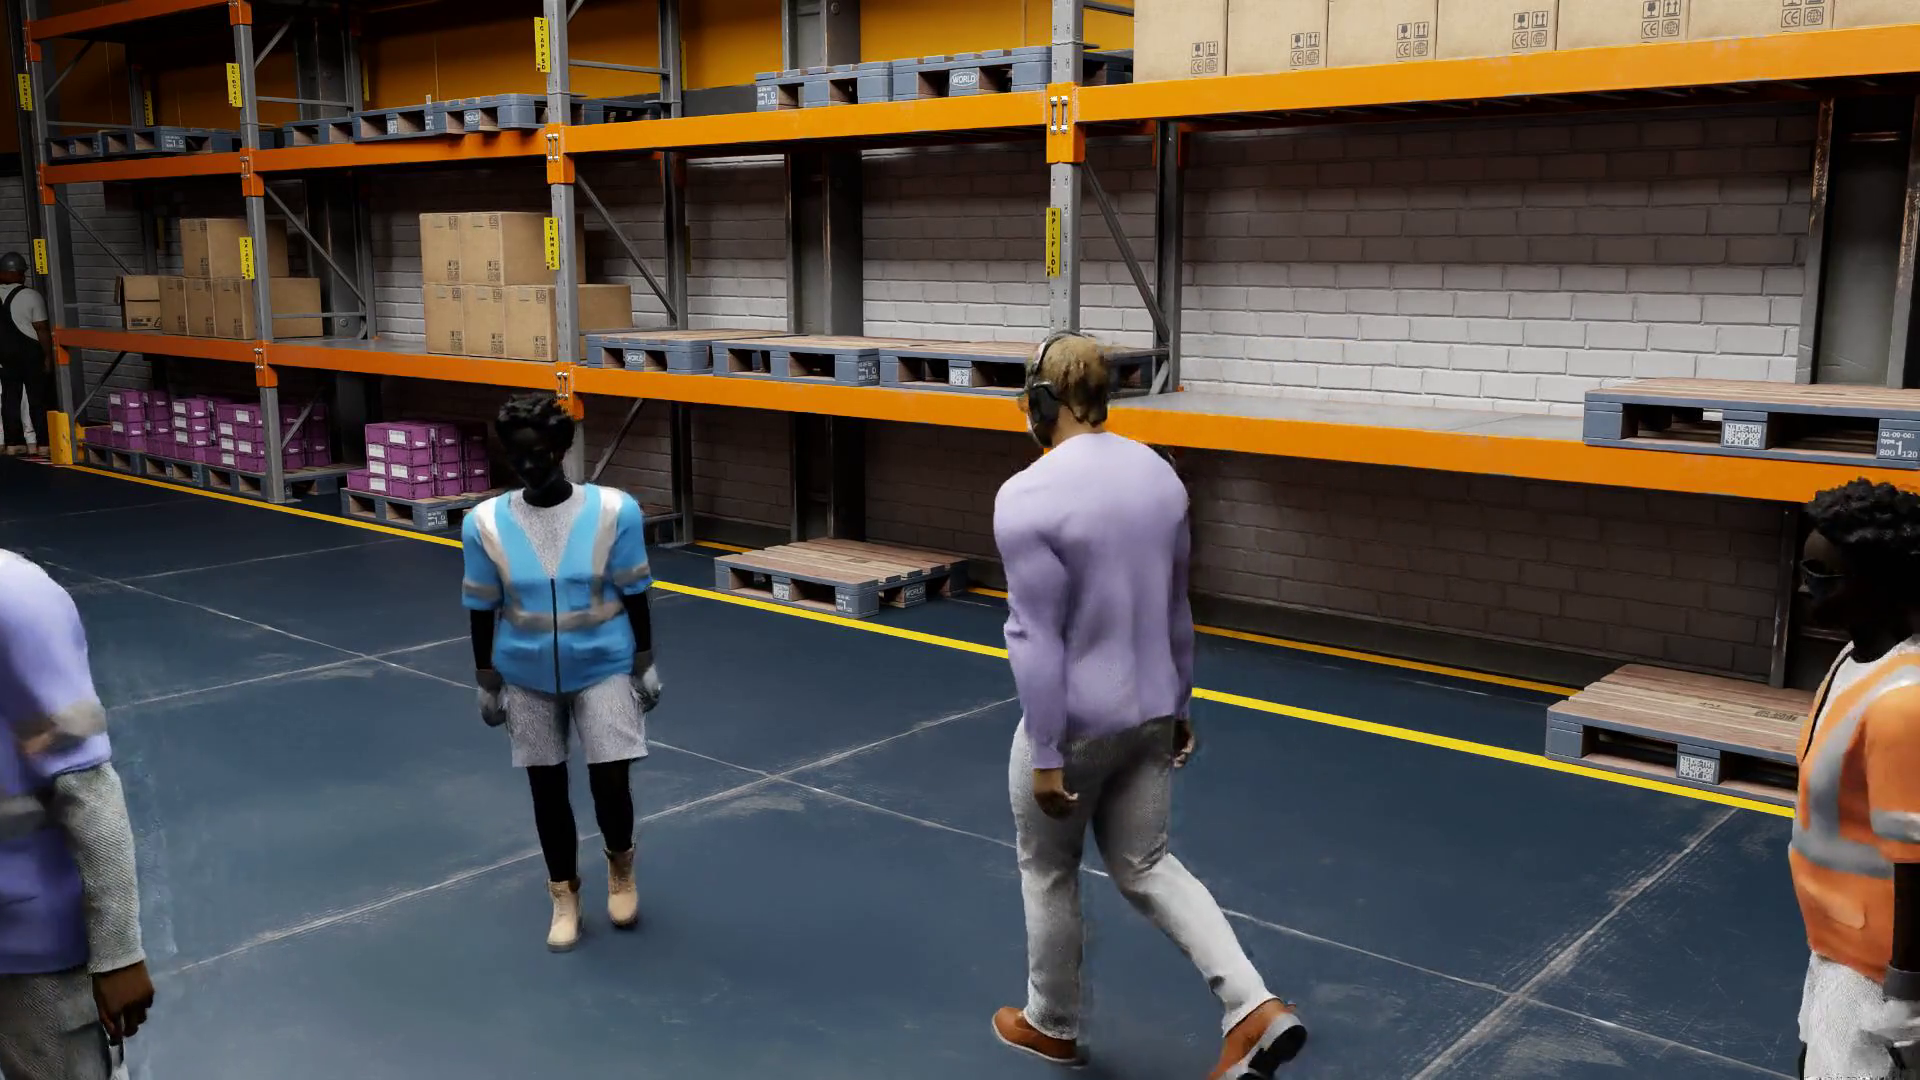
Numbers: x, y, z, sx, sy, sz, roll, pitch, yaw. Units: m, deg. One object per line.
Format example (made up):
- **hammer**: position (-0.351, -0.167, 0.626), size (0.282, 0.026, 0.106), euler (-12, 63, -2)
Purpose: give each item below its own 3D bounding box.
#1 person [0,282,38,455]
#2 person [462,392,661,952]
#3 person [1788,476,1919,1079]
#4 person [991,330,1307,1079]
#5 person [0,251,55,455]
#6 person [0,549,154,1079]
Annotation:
- **person**: position (-9.560, -1.766, 16.722), size (0.622, 1.839, 0.429), euler (-4, 11, -22)
- **person**: position (-1.160, 0.397, 4.851), size (0.553, 1.671, 0.377), euler (-1, 10, -4)
- **person**: position (1.714, 0.723, 2.980), size (0.484, 1.676, 0.561), euler (4, 11, 21)
- **person**: position (0.429, 0.450, 3.993), size (0.642, 1.894, 0.843), euler (-9, 13, -40)
- **person**: position (-9.405, -1.870, 16.730), size (0.688, 2.000, 0.538), euler (1, 10, 6)
- **person**: position (-1.587, 0.672, 2.737), size (0.675, 1.885, 0.368), euler (4, 11, 22)
